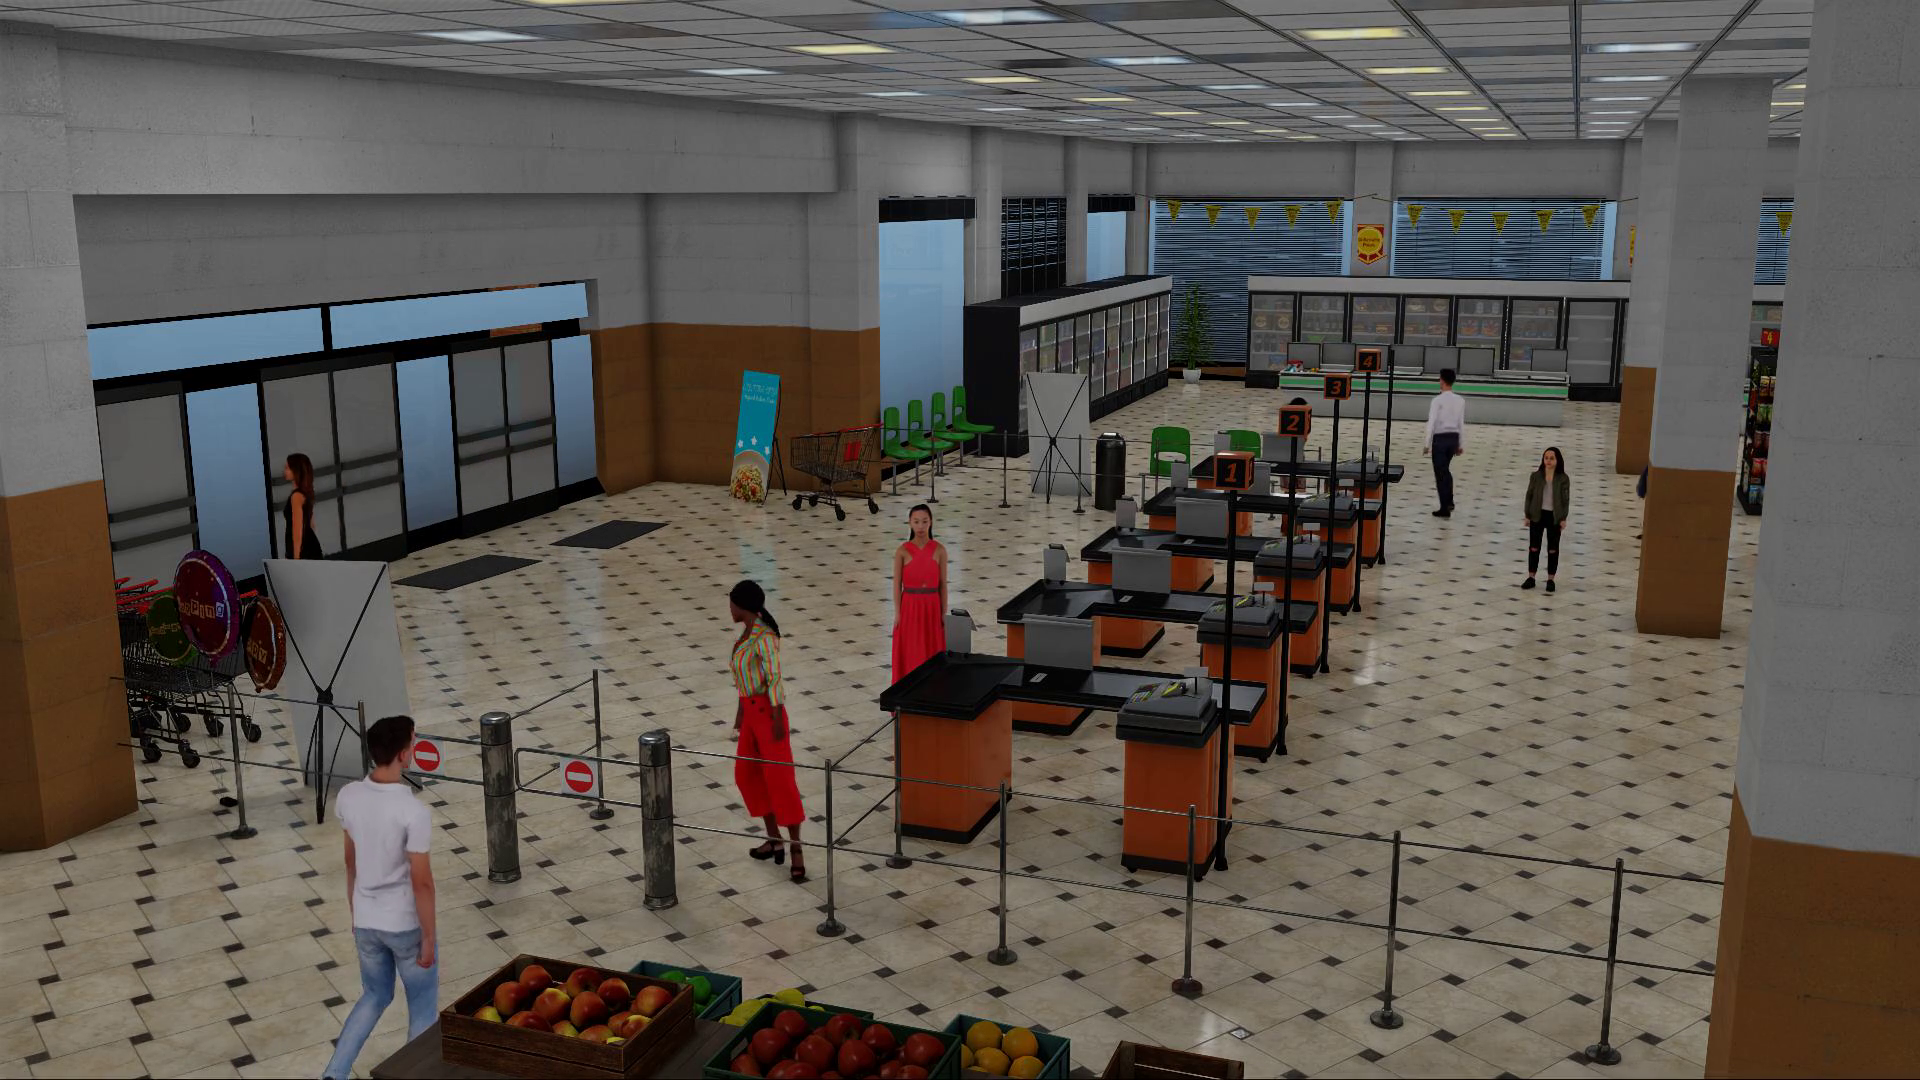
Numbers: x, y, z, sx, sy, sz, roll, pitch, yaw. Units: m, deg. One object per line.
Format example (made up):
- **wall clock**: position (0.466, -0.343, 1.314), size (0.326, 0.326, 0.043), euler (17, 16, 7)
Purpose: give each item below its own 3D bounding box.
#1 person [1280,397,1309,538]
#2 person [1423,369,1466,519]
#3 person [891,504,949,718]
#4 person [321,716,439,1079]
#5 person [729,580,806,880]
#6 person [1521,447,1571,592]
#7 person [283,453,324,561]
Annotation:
- **person**: position (3.944, -0.876, 19.720), size (0.603, 1.642, 0.694), euler (2, 12, 7)
- **person**: position (6.085, -1.184, 20.657), size (0.759, 1.858, 0.820), euler (-5, 13, -23)
- **person**: position (-0.301, 0.576, 12.621), size (0.667, 1.726, 0.768), euler (-2, 12, -10)
- **person**: position (-2.494, 1.681, 7.114), size (0.846, 1.833, 0.710), euler (4, 13, 20)
- **person**: position (-1.114, 1.132, 9.890), size (0.848, 1.763, 0.773), euler (-10, 16, -40)
- **person**: position (6.003, -0.222, 17.022), size (0.497, 1.475, 0.672), euler (7, 14, 29)
- **person**: position (-5.564, 0.166, 14.334), size (0.945, 1.822, 0.832), euler (-3, 12, -14)
